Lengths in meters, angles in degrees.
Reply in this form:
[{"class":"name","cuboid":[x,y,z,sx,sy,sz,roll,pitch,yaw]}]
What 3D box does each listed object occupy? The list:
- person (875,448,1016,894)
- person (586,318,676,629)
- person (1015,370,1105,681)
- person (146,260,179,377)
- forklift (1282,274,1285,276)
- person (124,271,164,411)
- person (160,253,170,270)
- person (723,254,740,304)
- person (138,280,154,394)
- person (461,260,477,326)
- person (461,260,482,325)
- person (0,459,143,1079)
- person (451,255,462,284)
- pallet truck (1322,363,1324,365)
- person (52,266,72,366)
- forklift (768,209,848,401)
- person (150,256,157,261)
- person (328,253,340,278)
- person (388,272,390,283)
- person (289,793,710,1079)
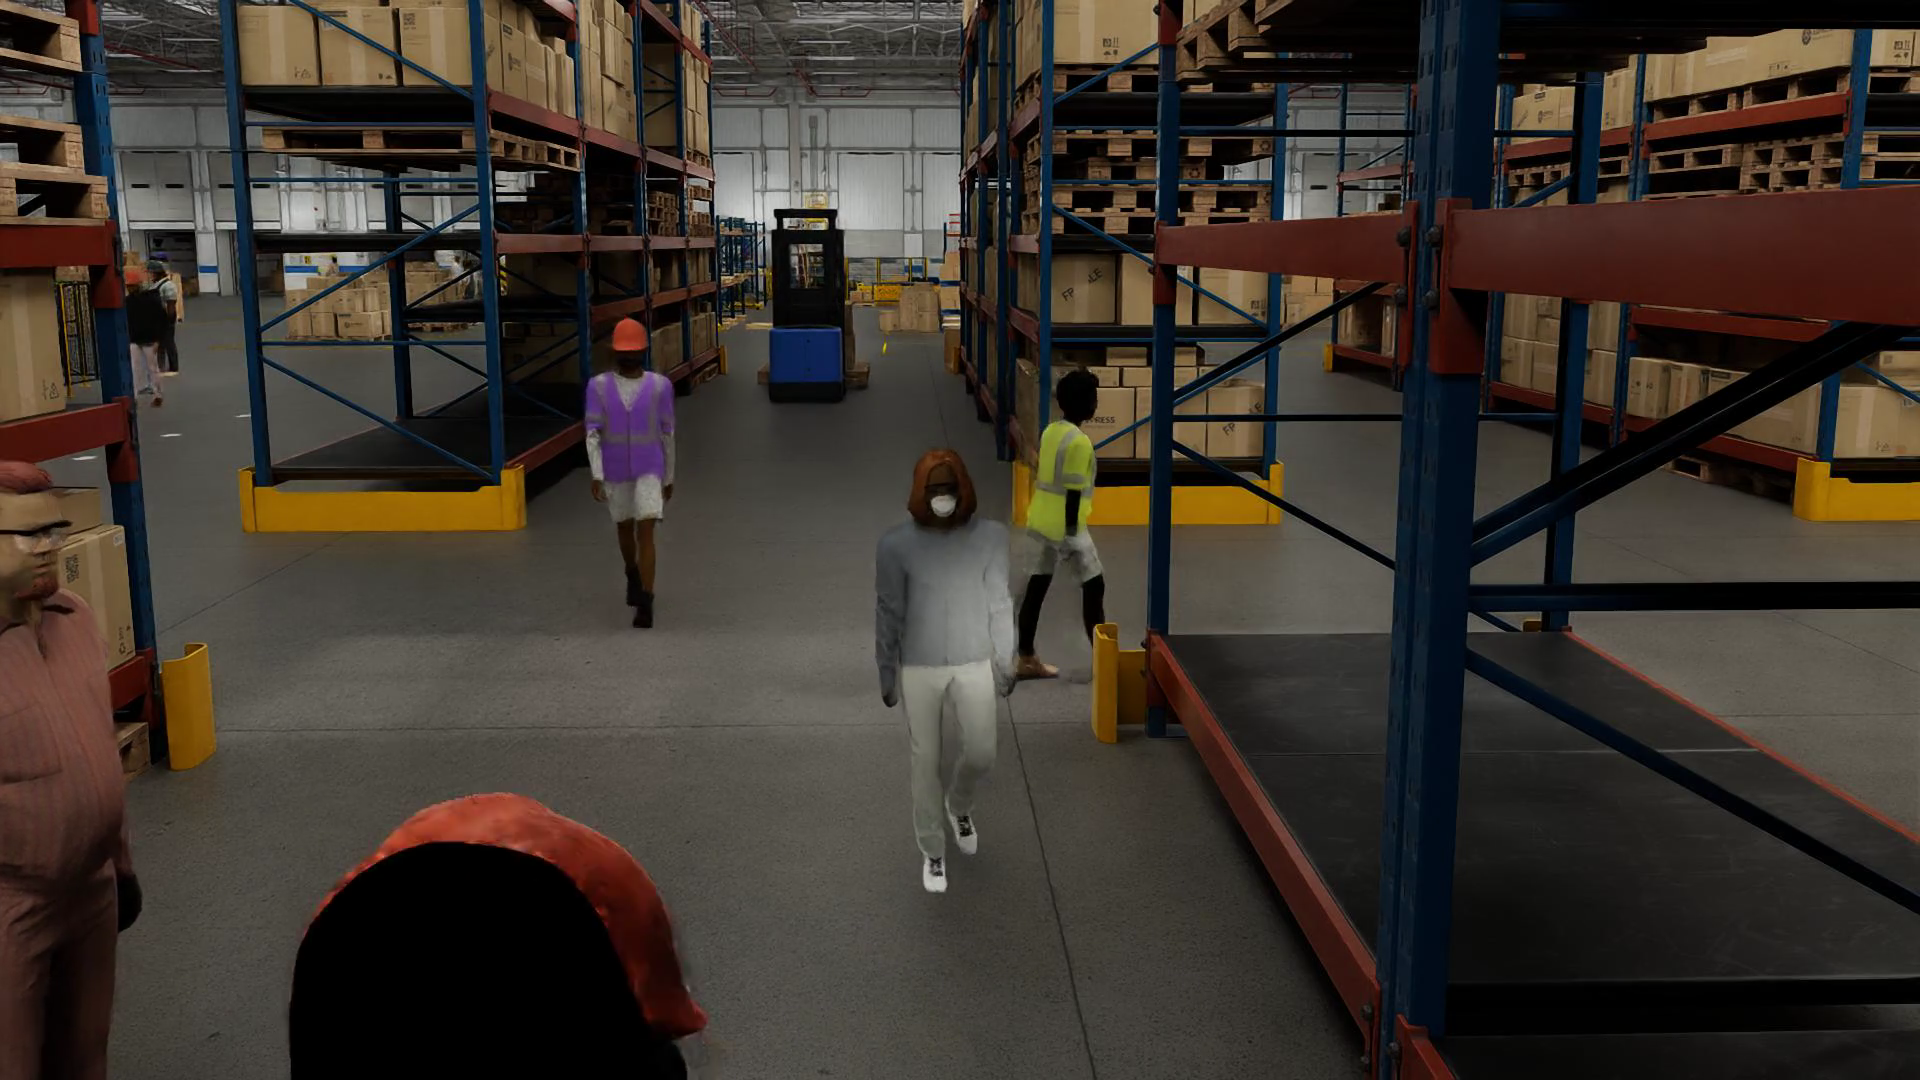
[{"class":"person","cuboid":[-0.054,0.463,6.047,0.523,1.619,0.386,-2,10,-10]},{"class":"person","cuboid":[-2.039,-0.442,10.386,0.541,1.889,1.042,-1,10,-5]},{"class":"person","cuboid":[0.631,-0.068,8.868,0.748,1.662,0.549,-4,11,-22]},{"class":"person","cuboid":[-13.893,-3.837,28.836,0.680,2.000,0.537,6,12,28]},{"class":"forklift","cuboid":[12.240,-10.302,62.509,1.129,2.768,1.873,0,10,-2]},{"class":"person","cuboid":[-11.437,-2.779,23.232,0.607,1.948,1.013,-1,10,-8]},{"class":"person","cuboid":[-28.674,-9.400,60.195,0.646,1.901,0.954,9,14,42]},{"class":"person","cuboid":[-8.486,-9.766,62.247,0.816,1.908,0.561,1,10,5]},{"class":"person","cuboid":[-12.598,-3.134,25.677,0.305,1.771,0.525,-5,11,-27]},{"class":"person","cuboid":[-13.680,-6.869,46.291,0.343,1.839,0.506,4,11,21]},{"class":"person","cuboid":[-13.829,-6.996,47.016,0.436,1.839,0.567,3,11,16]},{"class":"person","cuboid":[-1.999,0.768,3.591,0.397,1.899,0.648,1,10,7]},{"class":"person","cuboid":[-17.436,-8.910,57.521,0.987,1.902,0.642,-7,12,-32]},{"class":"pallet truck","cuboid":[7.712,-4.157,30.737,1.885,1.965,0.823,3,11,16]},{"class":"person","cuboid":[-17.113,-4.246,31.341,0.610,1.956,0.389,3,11,16]},{"class":"forklift","cuboid":[-2.277,-3.529,24.783,1.129,2.768,1.873,0,10,-2]},{"class":"person","cuboid":[-28.446,-9.113,58.783,0.633,1.842,0.429,3,11,18]},{"class":"person","cuboid":[-23.735,-9.966,63.361,0.798,1.893,0.605,4,11,21]},{"class":"person","cuboid":[-18.737,-8.403,55.258,0.534,1.692,0.321,-9,14,-42]},{"class":"person","cuboid":[-0.290,1.177,1.043,0.530,1.992,0.710,-8,13,-36]}]
